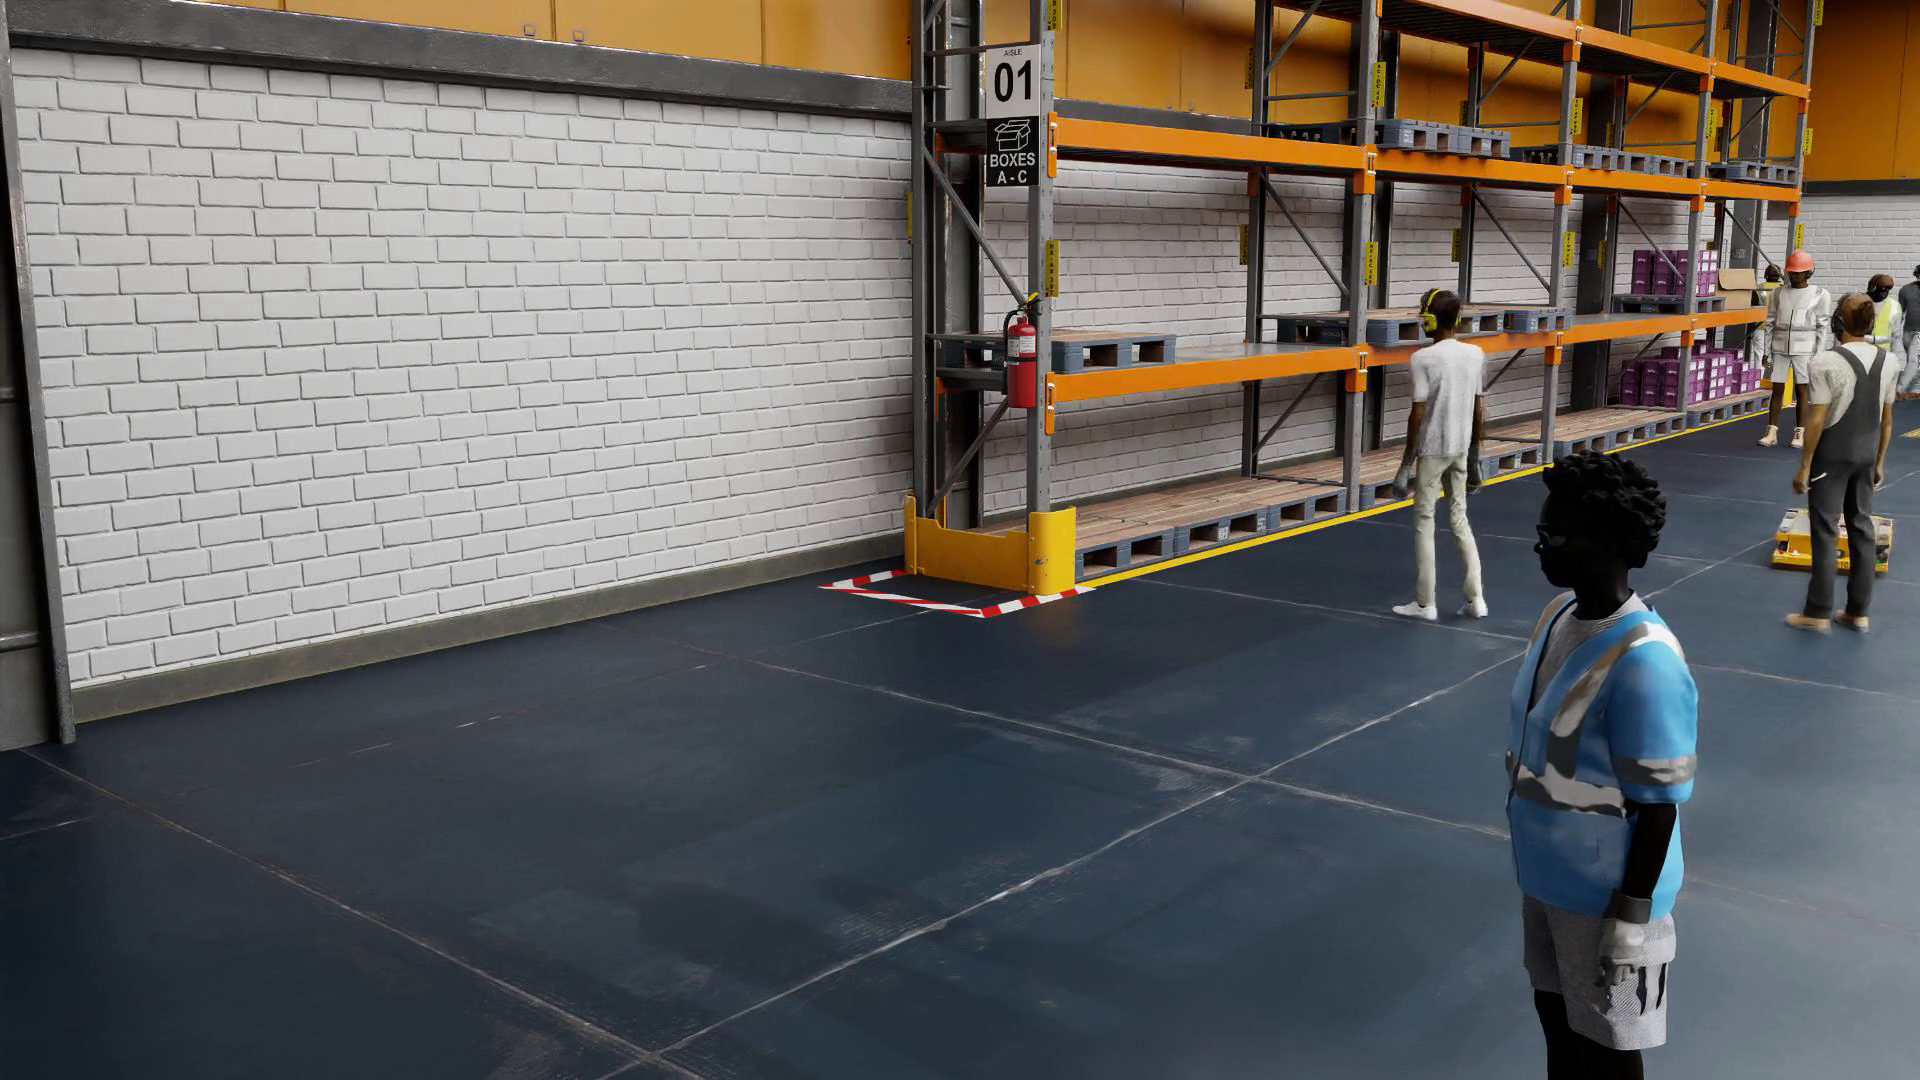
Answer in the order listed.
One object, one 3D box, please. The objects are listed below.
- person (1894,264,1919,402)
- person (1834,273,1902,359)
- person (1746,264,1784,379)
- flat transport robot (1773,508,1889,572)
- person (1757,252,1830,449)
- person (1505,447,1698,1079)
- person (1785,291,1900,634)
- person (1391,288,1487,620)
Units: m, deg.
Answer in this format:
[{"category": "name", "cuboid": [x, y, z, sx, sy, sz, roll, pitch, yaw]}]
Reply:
[{"category": "person", "cuboid": [12.822, -2.794, 22.417, 0.985, 1.879, 0.674, -4, 11, -22]}, {"category": "person", "cuboid": [9.792, -1.969, 17.983, 0.650, 1.811, 0.471, 2, 10, 12]}, {"category": "person", "cuboid": [11.670, -3.049, 24.006, 0.621, 1.845, 0.429, 1, 10, 4]}, {"category": "flat transport robot", "cuboid": [5.884, -0.013, 11.192, 0.652, 0.197, 1.431, 6, 11, 29]}, {"category": "person", "cuboid": [8.659, -1.966, 17.296, 0.605, 2.034, 0.392, 9, 13, 42]}, {"category": "person", "cuboid": [1.224, 0.666, 3.266, 0.317, 1.695, 0.540, 0, 10, -1]}, {"category": "person", "cuboid": [4.764, -0.410, 8.974, 0.512, 1.844, 0.329, -2, 10, -10]}, {"category": "person", "cuboid": [2.688, -0.449, 9.238, 0.591, 1.852, 0.481, -4, 11, -22]}]
